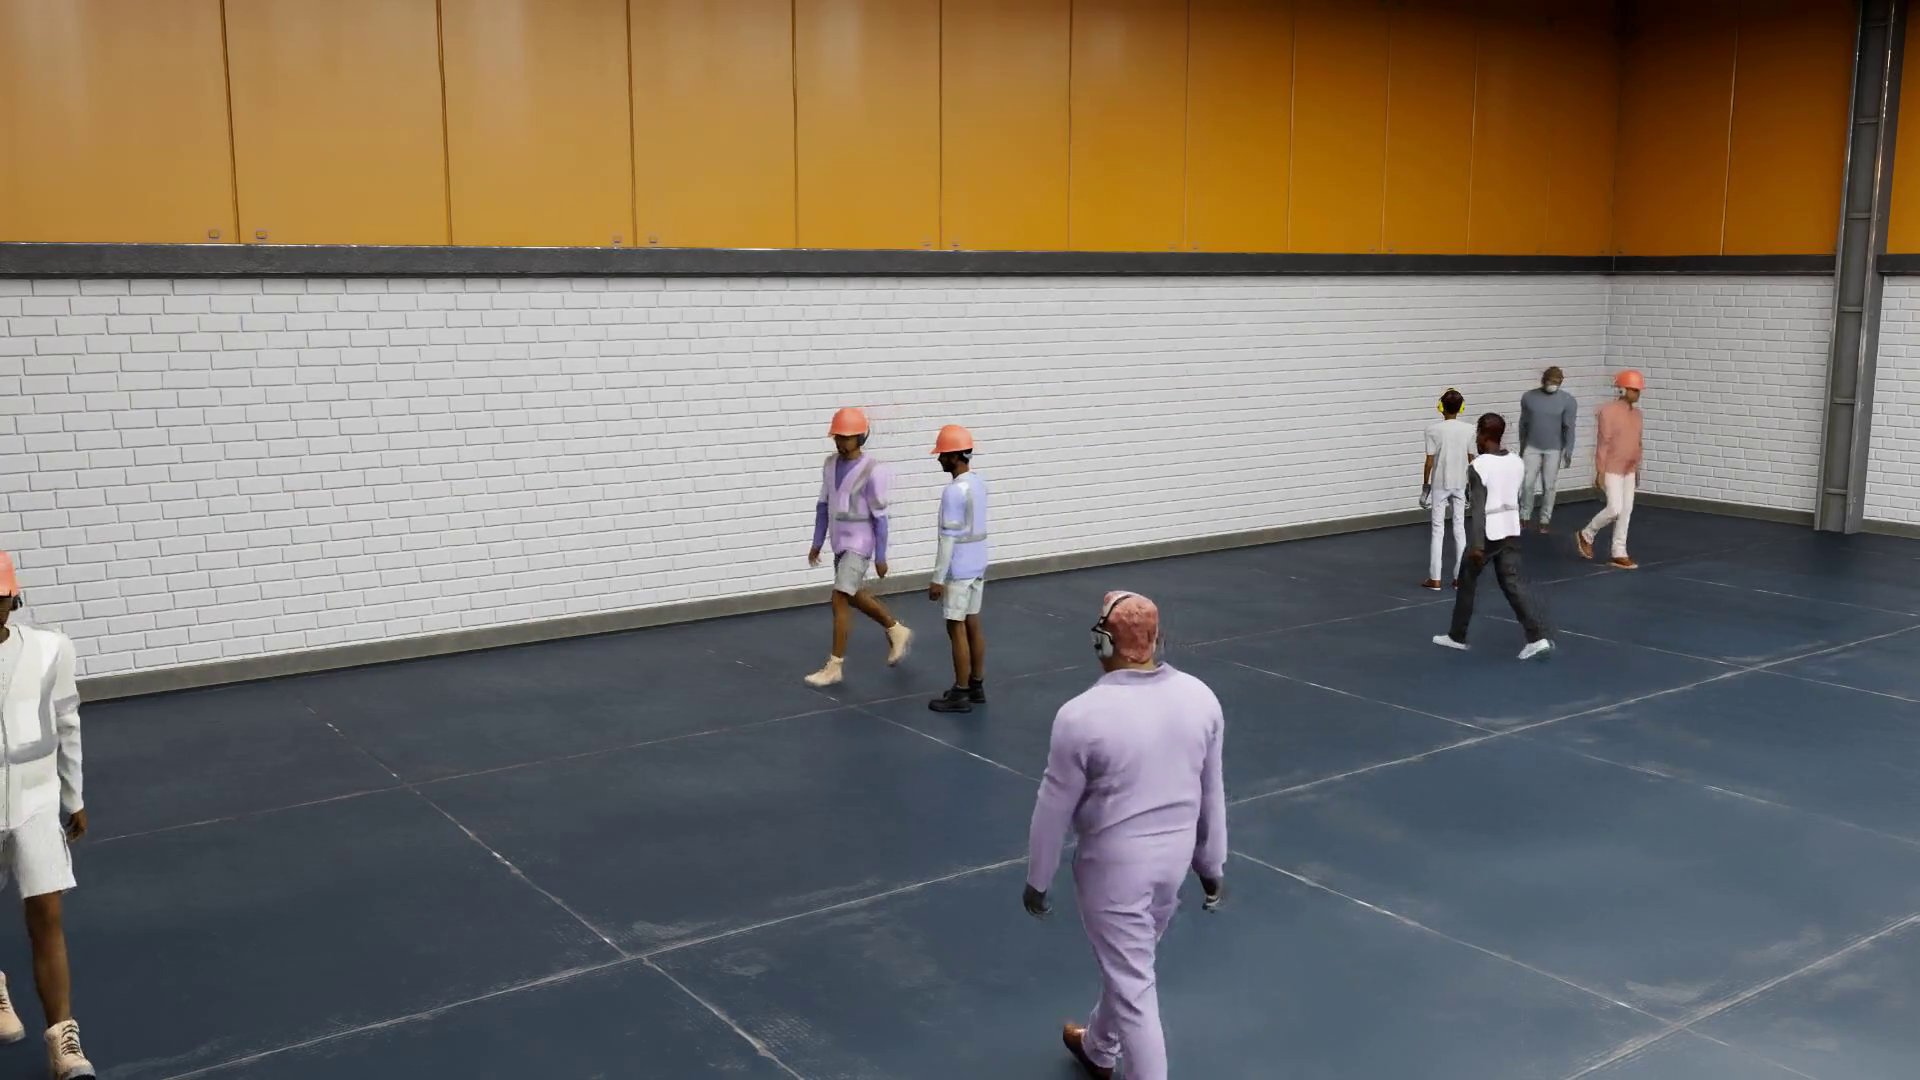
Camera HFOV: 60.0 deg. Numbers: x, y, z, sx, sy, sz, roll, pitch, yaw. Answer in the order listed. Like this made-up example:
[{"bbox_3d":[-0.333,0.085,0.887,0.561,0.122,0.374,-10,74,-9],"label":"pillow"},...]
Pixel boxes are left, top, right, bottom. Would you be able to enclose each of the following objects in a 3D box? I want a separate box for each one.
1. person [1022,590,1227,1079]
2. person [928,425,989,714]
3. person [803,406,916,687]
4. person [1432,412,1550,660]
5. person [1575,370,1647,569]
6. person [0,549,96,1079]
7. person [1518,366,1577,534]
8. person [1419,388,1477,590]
[{"bbox_3d":[0.501,1.092,5.752,0.679,1.868,0.905,-6,11,-31],"label":"person"},{"bbox_3d":[-0.016,0.190,11.156,0.379,1.929,0.558,4,10,21],"label":"person"},{"bbox_3d":[-0.705,0.022,11.985,0.959,2.008,0.622,-7,12,-38],"label":"person"},{"bbox_3d":[4.116,-0.034,12.708,0.607,1.883,0.974,-6,11,-33],"label":"person"},{"bbox_3d":[6.510,-0.706,16.516,0.645,1.978,0.538,-5,11,-30],"label":"person"},{"bbox_3d":[-3.507,0.987,6.070,0.636,1.983,1.065,-8,12,-40],"label":"person"},{"bbox_3d":[6.558,-1.002,18.600,0.651,1.897,0.517,6,11,33],"label":"person"},{"bbox_3d":[4.512,-0.466,15.386,0.508,1.872,0.329,0,9,-3],"label":"person"}]
